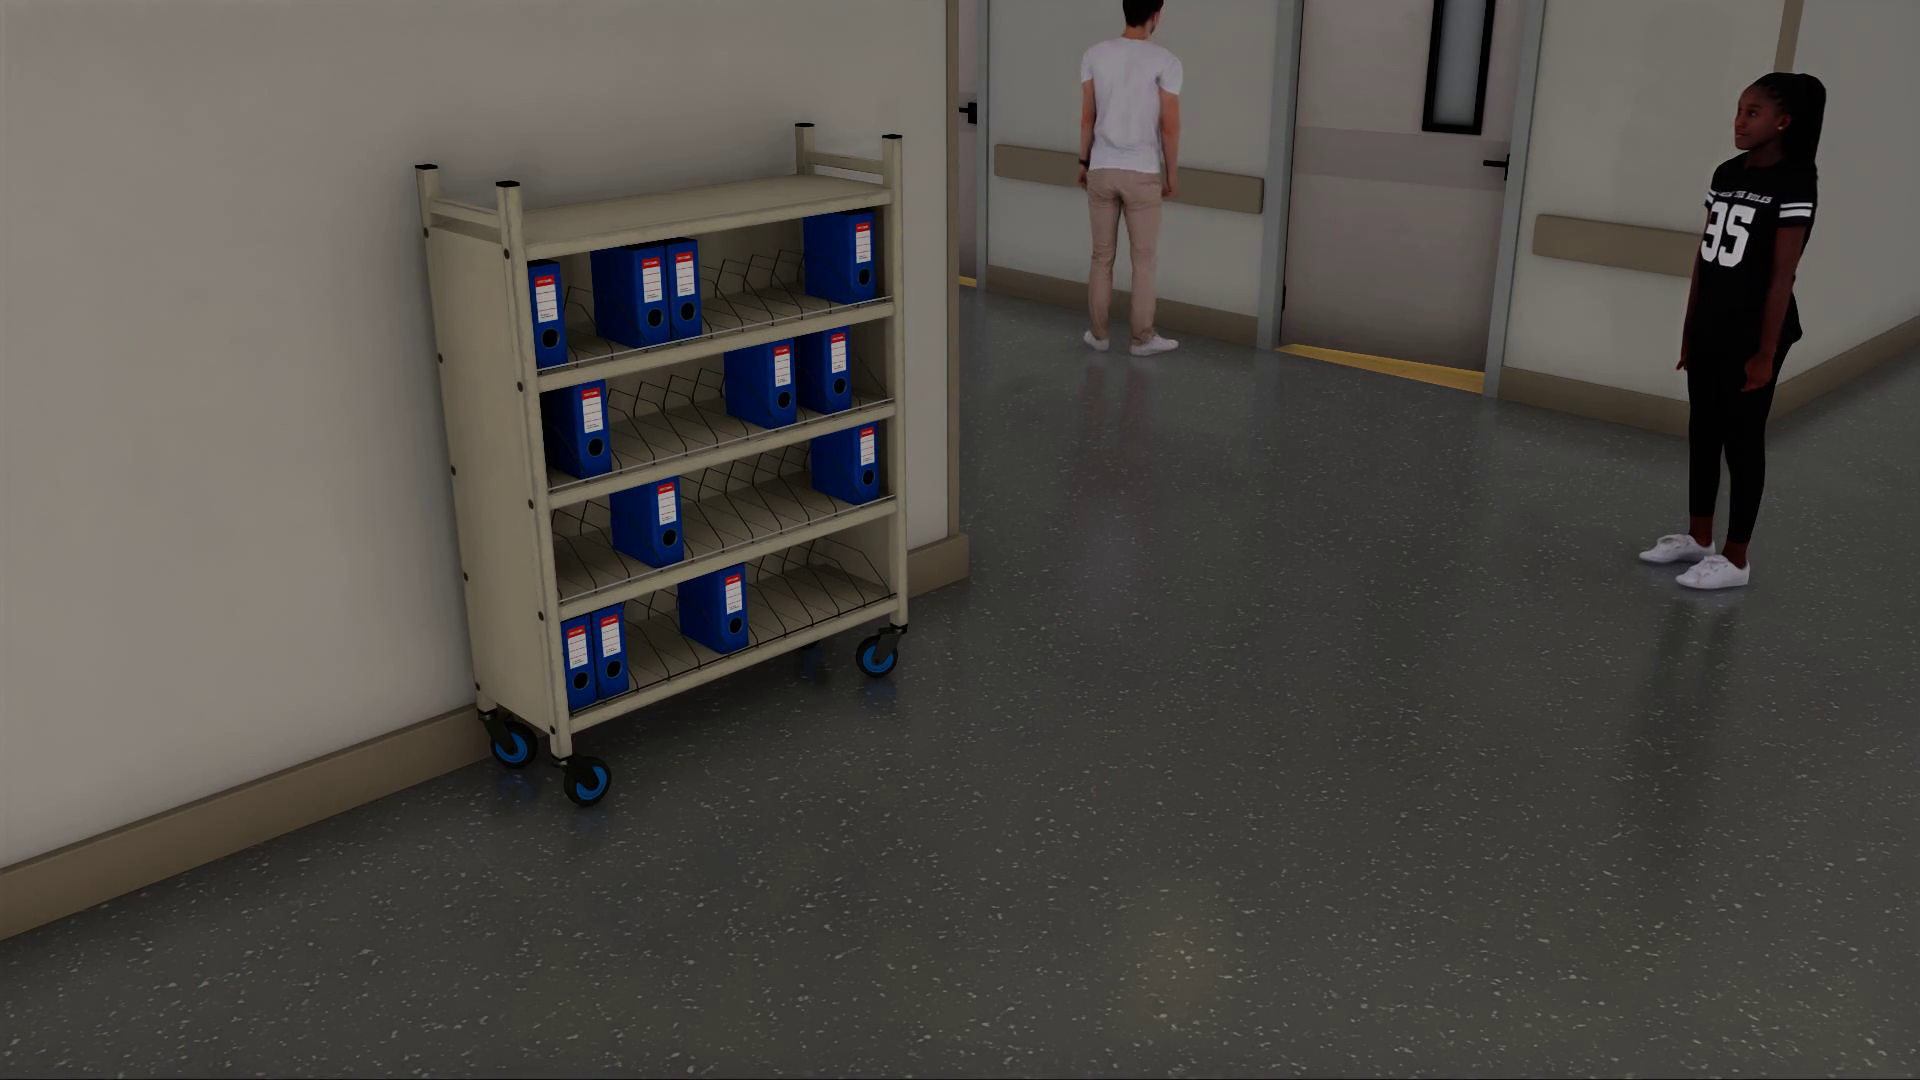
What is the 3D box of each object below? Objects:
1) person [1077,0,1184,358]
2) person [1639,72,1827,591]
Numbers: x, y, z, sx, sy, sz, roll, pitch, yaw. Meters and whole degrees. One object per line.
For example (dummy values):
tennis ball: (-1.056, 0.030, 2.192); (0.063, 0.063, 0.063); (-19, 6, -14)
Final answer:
person: (0.829, -1.900, 8.610); (0.792, 1.881, 0.743); (4, 21, 11)
person: (2.638, -0.688, 5.625); (0.705, 1.729, 0.686); (-6, 22, -15)
